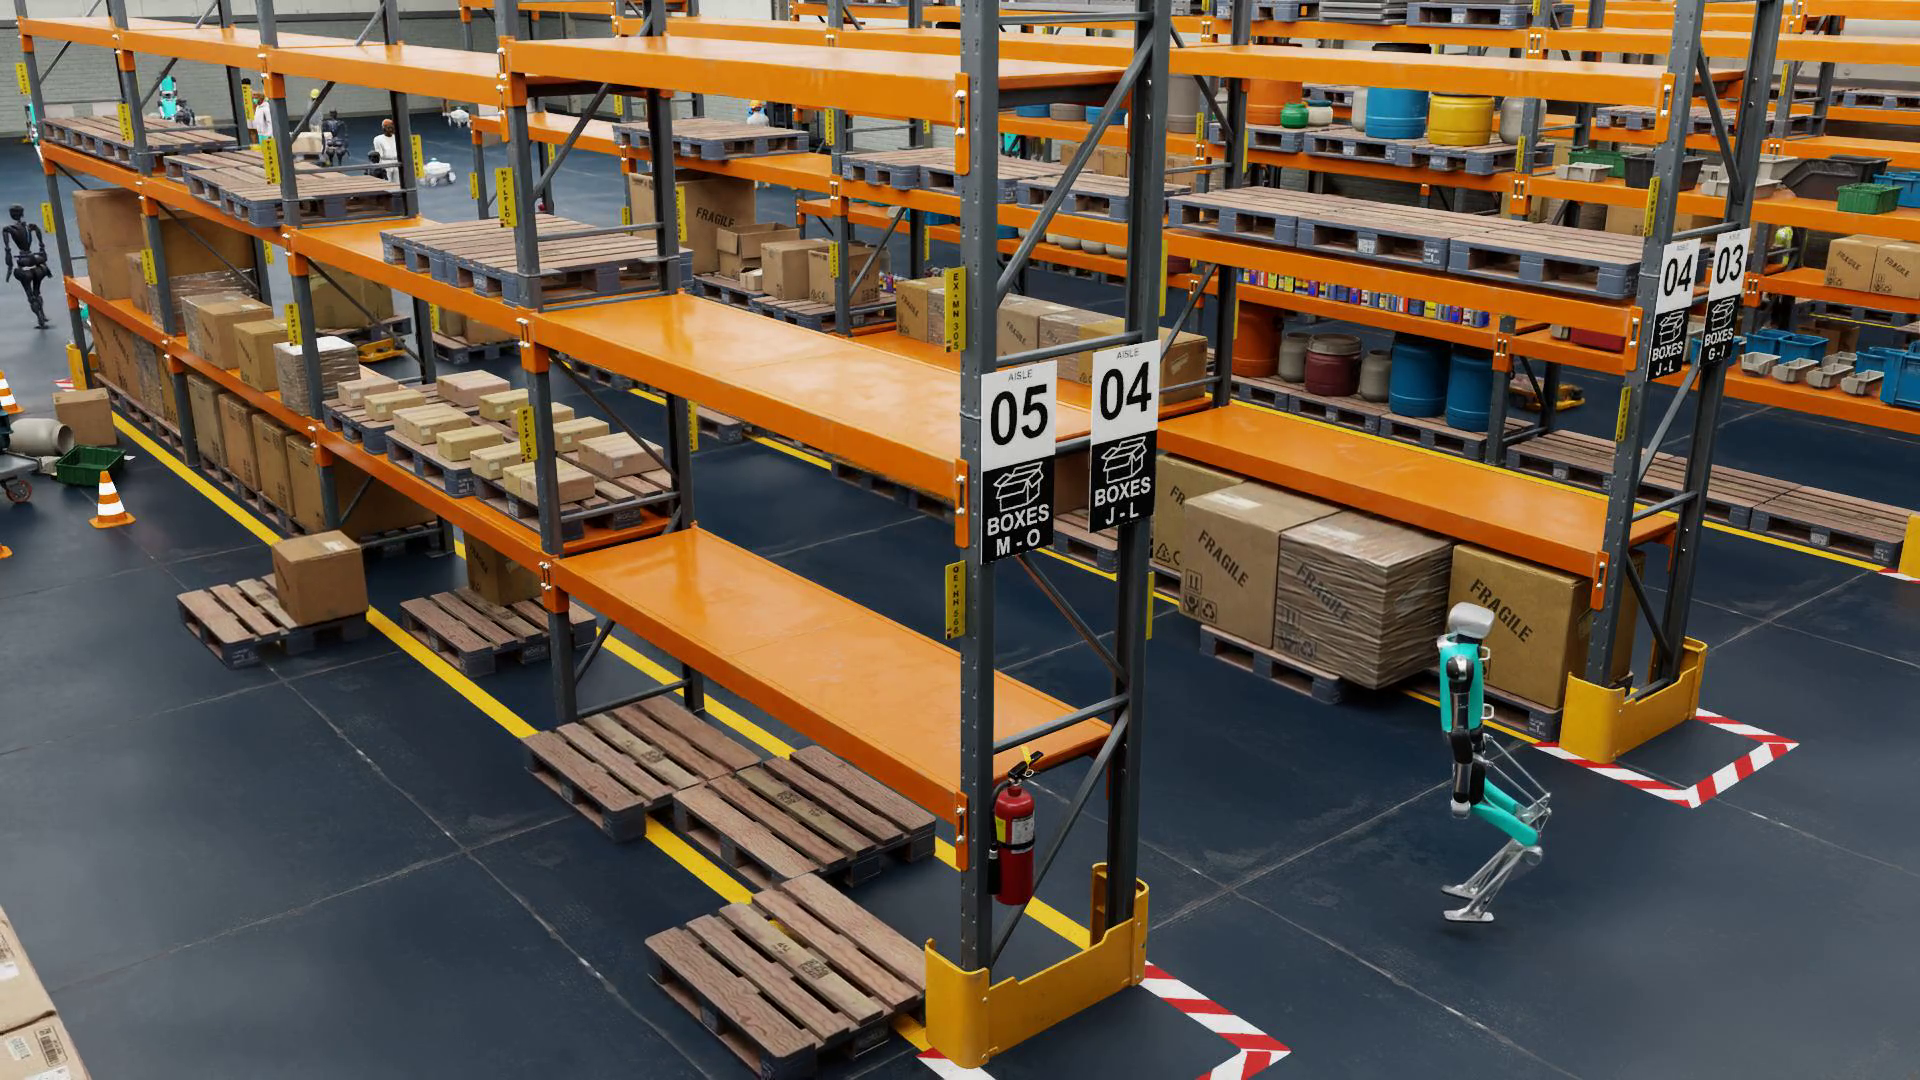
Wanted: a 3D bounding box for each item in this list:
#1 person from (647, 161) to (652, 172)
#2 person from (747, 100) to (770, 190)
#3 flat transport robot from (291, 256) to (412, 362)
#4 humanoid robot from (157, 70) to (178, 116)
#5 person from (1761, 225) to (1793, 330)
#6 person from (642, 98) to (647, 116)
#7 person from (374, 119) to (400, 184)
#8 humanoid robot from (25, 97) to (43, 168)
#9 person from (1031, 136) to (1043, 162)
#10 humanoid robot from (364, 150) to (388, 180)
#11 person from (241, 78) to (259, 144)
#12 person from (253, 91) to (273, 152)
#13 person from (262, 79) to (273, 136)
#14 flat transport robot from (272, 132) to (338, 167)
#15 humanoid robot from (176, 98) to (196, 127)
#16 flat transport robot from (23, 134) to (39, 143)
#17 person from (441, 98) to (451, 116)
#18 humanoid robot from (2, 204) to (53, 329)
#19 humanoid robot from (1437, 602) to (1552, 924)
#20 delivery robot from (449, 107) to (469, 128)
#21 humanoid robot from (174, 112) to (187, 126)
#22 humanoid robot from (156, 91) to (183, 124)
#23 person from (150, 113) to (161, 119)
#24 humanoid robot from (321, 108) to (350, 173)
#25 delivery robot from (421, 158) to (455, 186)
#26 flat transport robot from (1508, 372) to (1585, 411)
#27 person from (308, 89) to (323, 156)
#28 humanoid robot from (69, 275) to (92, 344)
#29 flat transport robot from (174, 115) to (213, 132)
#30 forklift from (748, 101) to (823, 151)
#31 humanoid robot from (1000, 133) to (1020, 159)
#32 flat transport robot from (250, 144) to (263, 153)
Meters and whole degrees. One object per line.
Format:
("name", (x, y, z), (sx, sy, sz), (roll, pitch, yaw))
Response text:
("person", (-6.035, -7.593, 33.340), (0.471, 1.735, 0.326), (-2, 19, -6))
("person", (-4.307, -8.446, 35.536), (0.569, 1.889, 0.389), (-12, 22, -30))
("flat transport robot", (-7.674, -2.443, 20.890), (1.431, 0.231, 0.659), (11, 22, 28))
("humanoid robot", (-22.158, -12.165, 46.390), (0.547, 1.808, 0.774), (3, 20, 7))
("person", (10.780, -3.578, 21.967), (0.553, 1.682, 0.413), (-14, 24, -35))
("person", (-7.904, -11.012, 42.737), (0.493, 1.952, 0.640), (-8, 21, -21))
("person", (-10.723, -6.982, 31.390), (0.566, 1.878, 0.354), (-15, 24, -36))
("humanoid robot", (-21.241, -9.382, 38.439), (0.554, 1.735, 1.014), (-11, 22, -29))
("person", (1.574, -8.020, 34.579), (0.602, 1.714, 0.884), (-16, 25, -38))
("humanoid robot", (-9.849, -5.742, 28.133), (0.599, 1.657, 0.315), (10, 22, 26))
("person", (-18.016, -10.819, 42.360), (0.789, 1.843, 0.419), (8, 21, 21))
("person", (-15.611, -9.105, 37.367), (0.498, 1.915, 0.372), (16, 25, 38))
("person", (-18.568, -11.584, 44.747), (0.320, 1.697, 0.531), (-7, 21, -20))
("flat transport robot", (-15.344, -8.834, 39.076), (0.659, 0.231, 1.431), (-1, 19, -4))
("humanoid robot", (-18.084, -9.500, 38.872), (0.664, 1.633, 0.584), (8, 21, 20))
("flat transport robot", (-24.326, -10.691, 44.362), (1.431, 0.231, 0.659), (13, 23, 33))
("person", (-16.045, -14.169, 51.850), (0.499, 1.870, 0.378), (16, 25, 37))
("humanoid robot", (-12.474, -3.660, 22.242), (0.486, 1.641, 0.613), (10, 22, 27))
("humanoid robot", (2.698, 1.136, 8.286), (0.735, 1.677, 0.533), (6, 20, 16))
("delivery robot", (-14.652, -12.378, 48.719), (0.499, 0.585, 0.775), (-12, 23, -31))
("humanoid robot", (-16.316, -8.158, 35.035), (0.379, 1.659, 0.598), (-4, 20, -12))
("humanoid robot", (-18.453, -9.651, 39.202), (0.543, 1.773, 0.859), (-17, 26, -40))
("person", (-15.659, -7.403, 32.577), (0.534, 1.878, 0.458), (4, 20, 10))
("humanoid robot", (-13.591, -8.542, 36.131), (0.593, 1.635, 0.367), (-4, 20, -11))
("delivery robot", (-11.487, -8.059, 36.422), (0.499, 0.583, 0.767), (7, 21, 19))
("flat transport robot", (6.249, -1.705, 18.789), (0.659, 0.231, 1.431), (-14, 24, -34))
("person", (-15.676, -10.076, 40.427), (0.683, 1.729, 0.293), (13, 23, 33))
("humanoid robot", (-10.932, -3.160, 20.823), (0.871, 1.840, 0.546), (0, 19, 1))
("flat transport robot", (-19.200, -9.761, 41.715), (1.431, 0.231, 0.659), (-6, 20, -15))
("forklift", (-4.526, -11.368, 42.374), (1.129, 2.768, 1.873), (-15, 24, -37))
("humanoid robot", (1.136, -7.474, 32.945), (0.539, 1.755, 0.699), (13, 23, 32))
("flat transport robot", (-18.295, -9.854, 41.980), (1.431, 0.231, 0.659), (2, 19, 7))
